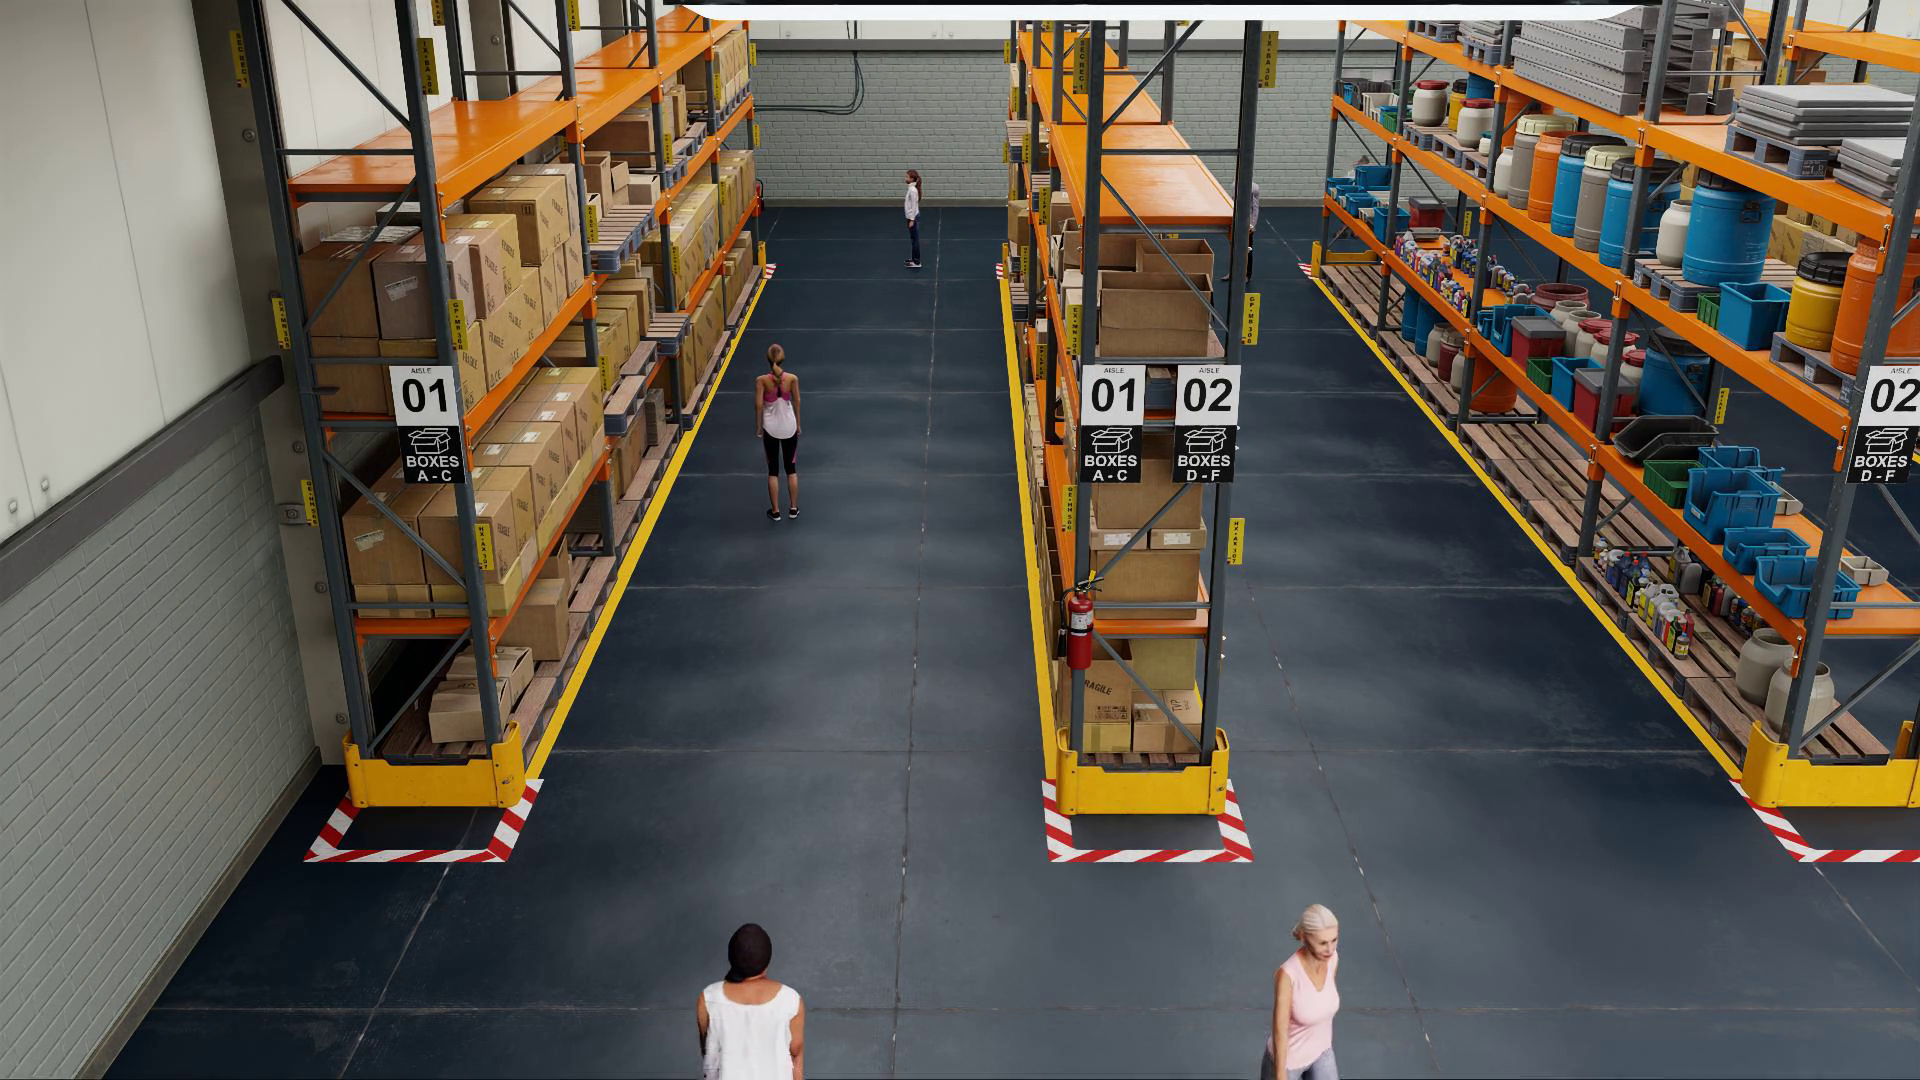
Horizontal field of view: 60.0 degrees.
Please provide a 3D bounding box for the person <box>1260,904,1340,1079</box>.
[{"bbox_3d":[1.565,2.443,8.000,0.949,1.681,1.220,-11,25,-26],"label":"person"}]

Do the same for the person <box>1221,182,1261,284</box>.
[{"bbox_3d":[4.384,-4.927,25.796,0.750,1.850,0.802,20,29,39],"label":"person"}]

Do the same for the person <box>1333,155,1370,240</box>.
[{"bbox_3d":[6.816,-5.965,28.868,0.738,1.446,0.652,14,26,30],"label":"person"}]

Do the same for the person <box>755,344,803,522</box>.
[{"bbox_3d":[-1.783,-1.067,16.439,0.659,1.788,0.614,-6,23,-15],"label":"person"}]

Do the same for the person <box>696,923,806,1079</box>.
[{"bbox_3d":[-0.986,2.569,7.724,0.675,1.657,1.073,-1,22,-3],"label":"person"}]

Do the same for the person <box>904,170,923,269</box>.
[{"bbox_3d":[-0.741,-5.200,26.850,0.589,1.558,0.449,0,22,-1],"label":"person"}]
